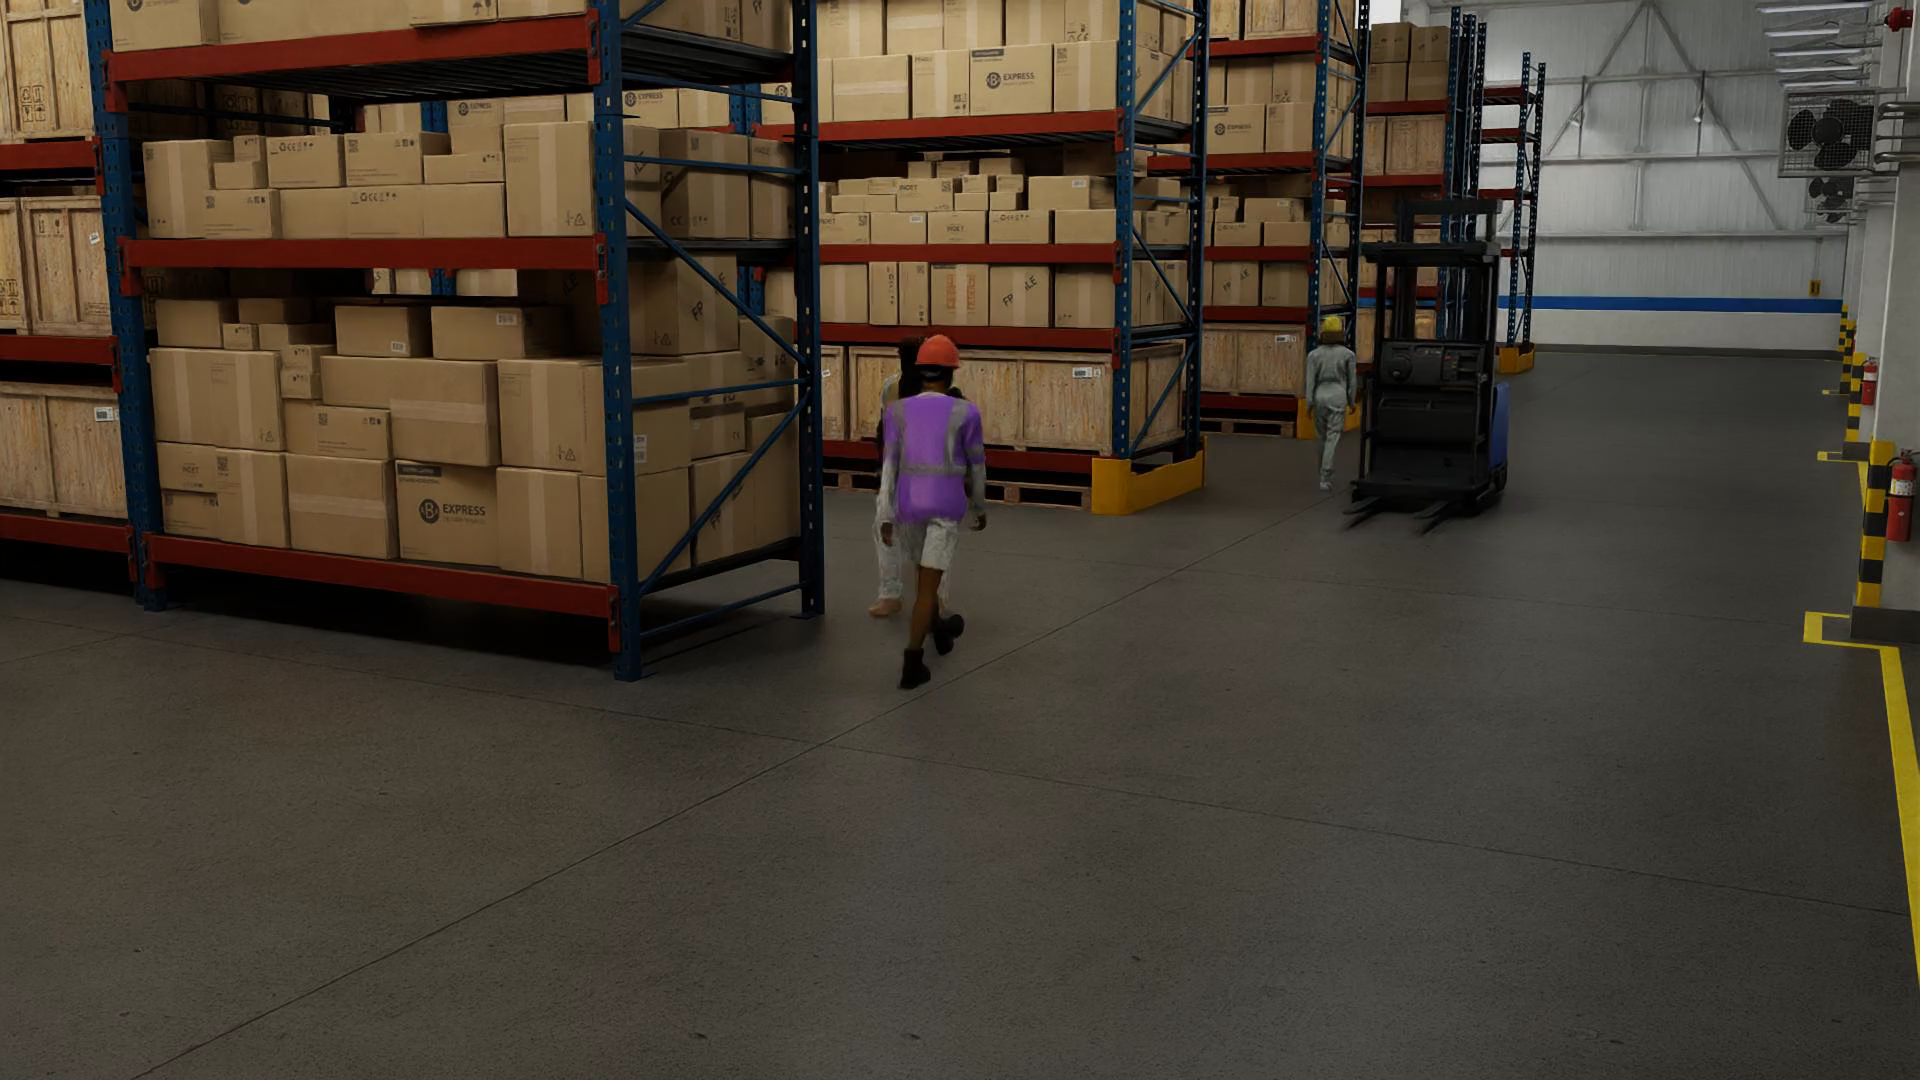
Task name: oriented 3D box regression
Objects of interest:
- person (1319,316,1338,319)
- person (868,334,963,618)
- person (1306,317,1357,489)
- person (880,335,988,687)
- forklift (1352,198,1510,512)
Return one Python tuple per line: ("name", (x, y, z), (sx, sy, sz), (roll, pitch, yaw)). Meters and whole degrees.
("person", (5.203, -2.630, 23.592), (0.774, 1.809, 0.601), (8, 13, 39))
("person", (-0.321, -0.388, 10.545), (0.659, 1.819, 0.693), (6, 11, 31))
("person", (3.698, -1.367, 16.603), (0.487, 1.698, 0.919), (4, 11, 23))
("person", (-0.127, -0.189, 9.228), (0.550, 1.871, 1.035), (4, 11, 22))
("forklift", (4.523, -1.793, 15.625), (1.129, 2.768, 1.873), (5, 11, 27))
